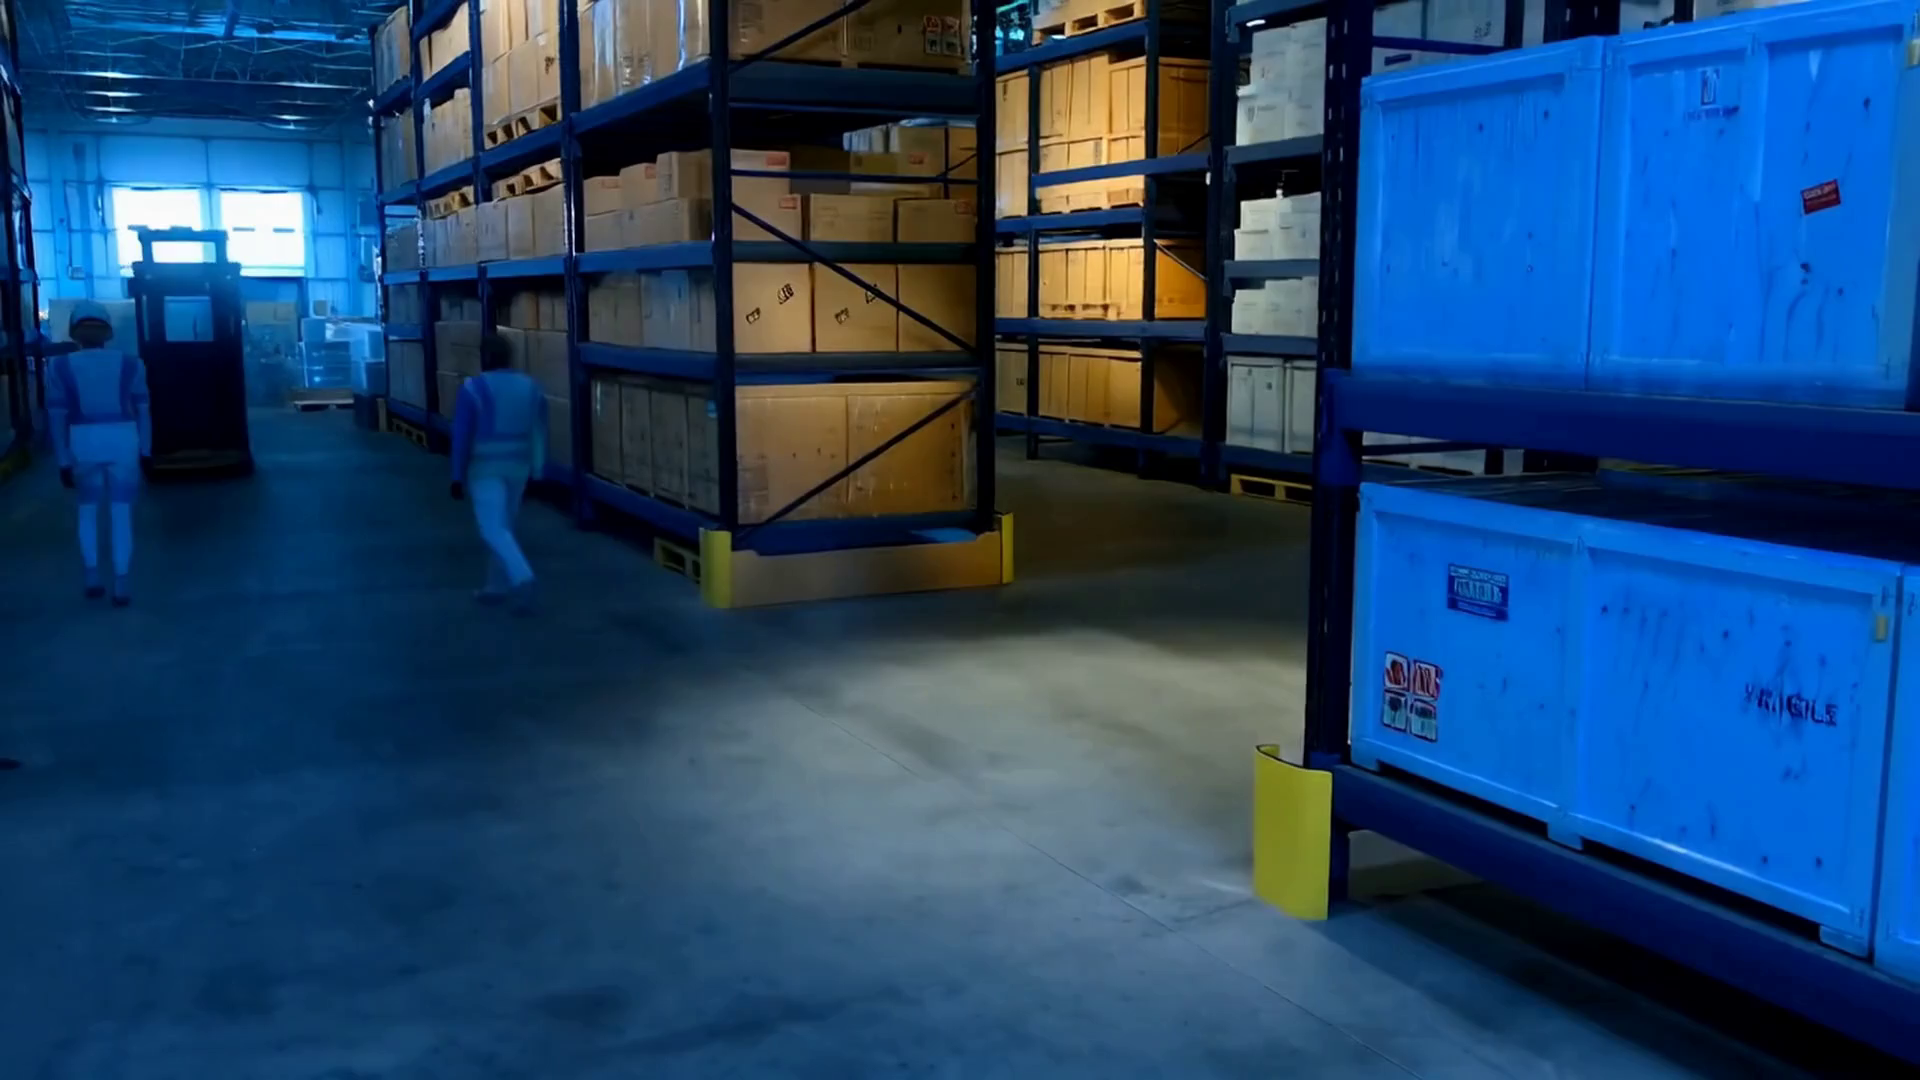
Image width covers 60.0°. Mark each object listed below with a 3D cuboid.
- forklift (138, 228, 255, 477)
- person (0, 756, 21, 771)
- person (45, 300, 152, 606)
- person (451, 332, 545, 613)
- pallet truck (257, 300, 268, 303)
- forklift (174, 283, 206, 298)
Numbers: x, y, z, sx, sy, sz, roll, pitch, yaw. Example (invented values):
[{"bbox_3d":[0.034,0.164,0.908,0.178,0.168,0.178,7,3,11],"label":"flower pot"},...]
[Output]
[{"bbox_3d":[-8.960,-2.215,19.362,1.129,2.768,1.873,-4,9,-26],"label":"forklift"},{"bbox_3d":[-4.381,0.195,7.113,0.607,1.618,0.505,0,8,1],"label":"person"},{"bbox_3d":[-5.728,-0.588,11.118,0.620,2.005,0.850,-5,9,-29],"label":"person"},{"bbox_3d":[-2.937,-0.435,10.738,0.822,1.818,0.621,7,11,38],"label":"person"},{"bbox_3d":[-23.913,-7.404,58.171,1.885,1.965,0.823,-1,8,-9],"label":"pallet truck"},{"bbox_3d":[-23.801,-6.887,51.578,1.873,2.768,1.129,6,10,37],"label":"forklift"}]
